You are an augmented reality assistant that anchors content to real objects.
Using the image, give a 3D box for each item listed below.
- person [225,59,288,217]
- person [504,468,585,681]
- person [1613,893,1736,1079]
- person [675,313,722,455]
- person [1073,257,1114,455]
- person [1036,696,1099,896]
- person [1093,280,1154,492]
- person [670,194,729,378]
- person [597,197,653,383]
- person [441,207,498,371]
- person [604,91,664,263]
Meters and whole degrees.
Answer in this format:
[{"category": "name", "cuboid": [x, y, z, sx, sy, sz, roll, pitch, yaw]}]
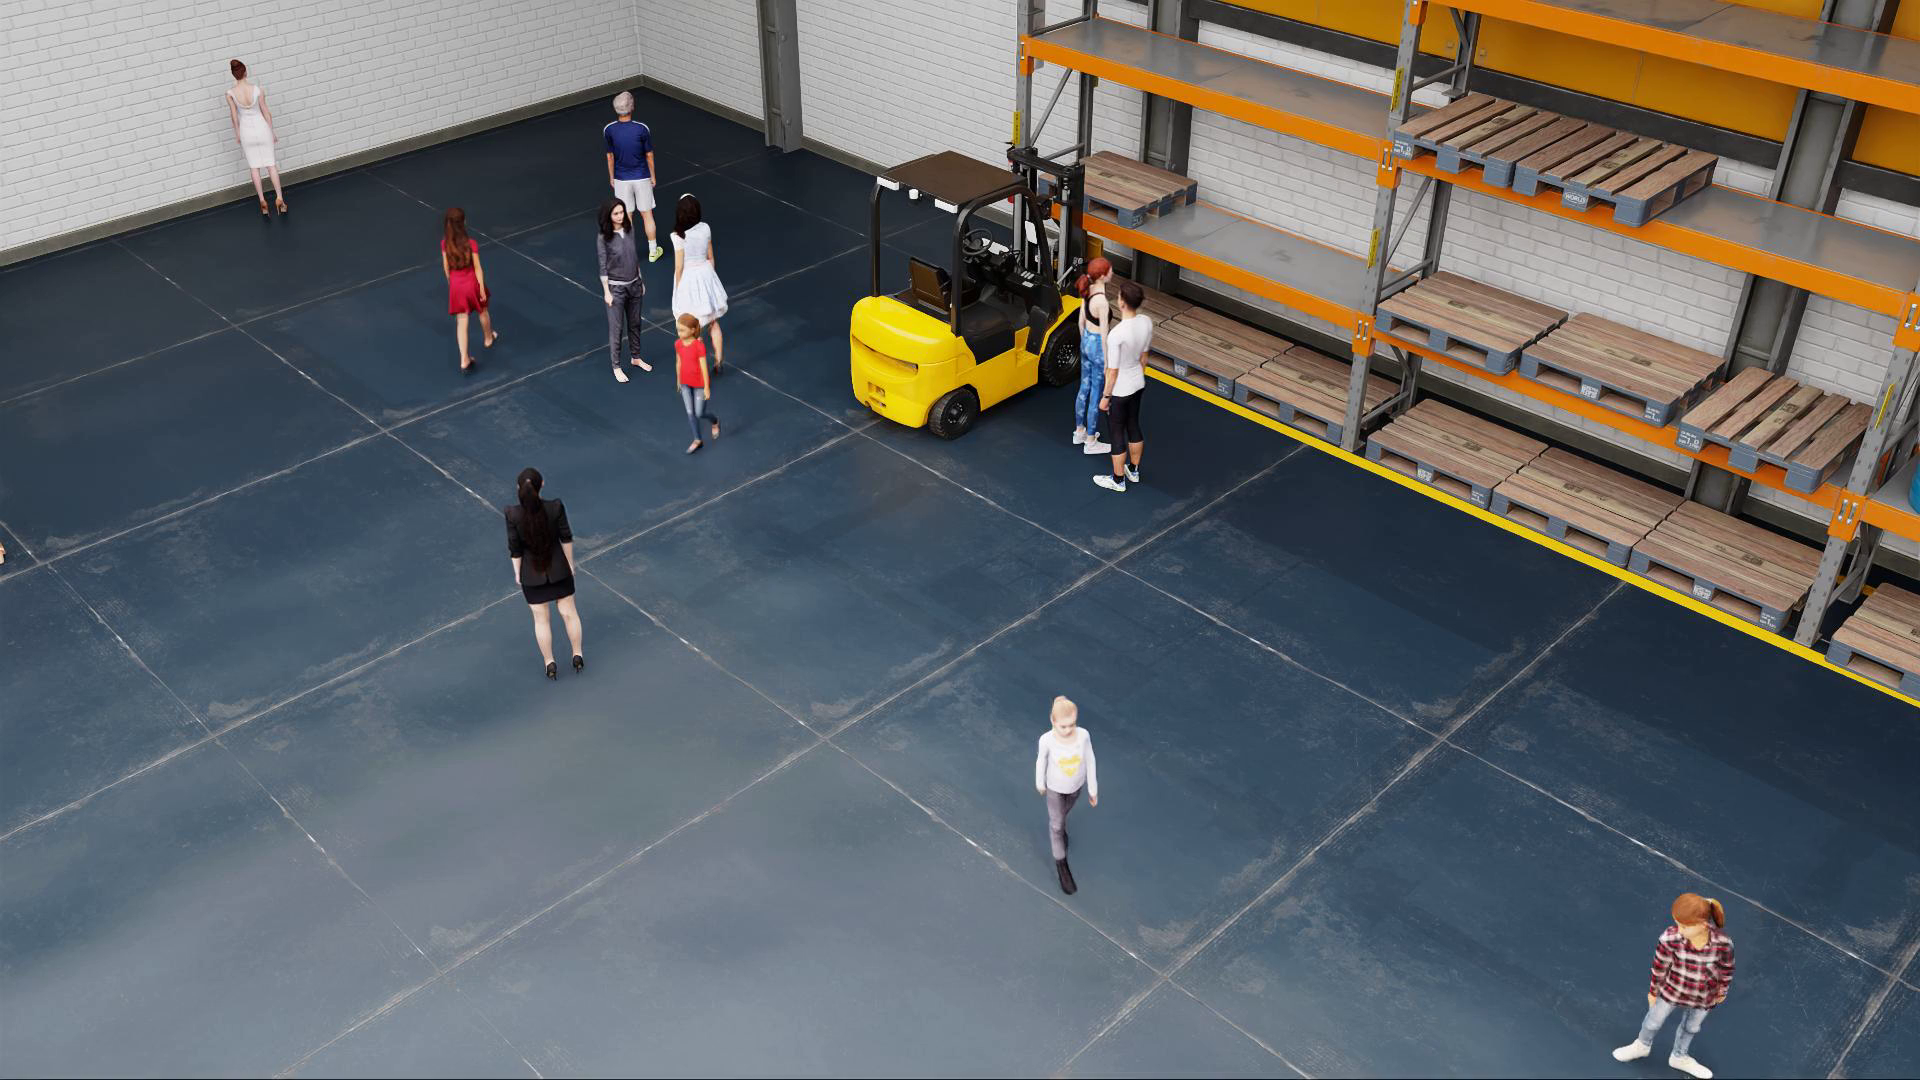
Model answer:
[{"category": "person", "cuboid": [-7.905, -4.514, 18.650, 0.645, 1.793, 0.644, -8, 35, -12]}, {"category": "person", "cuboid": [-2.885, 0.232, 11.597, 0.666, 1.696, 0.660, -11, 35, -16]}, {"category": "person", "cuboid": [3.881, 2.353, 8.779, 0.643, 1.282, 0.777, -1, 34, -2]}, {"category": "person", "cuboid": [-2.255, -1.379, 14.377, 0.631, 1.301, 0.640, 17, 37, 24]}, {"category": "person", "cuboid": [1.158, -1.589, 14.256, 0.710, 1.784, 0.600, -14, 36, -20]}, {"category": "person", "cuboid": [0.626, 1.453, 10.168, 0.757, 1.245, 0.951, -9, 35, -14]}, {"category": "person", "cuboid": [1.363, -1.267, 13.712, 0.527, 1.851, 0.671, 28, 43, 35]}, {"category": "person", "cuboid": [-2.418, -2.307, 15.309, 0.729, 1.815, 0.752, -23, 40, -30]}, {"category": "person", "cuboid": [-3.130, -2.350, 15.421, 0.518, 1.764, 0.607, 26, 42, 34]}, {"category": "person", "cuboid": [-4.670, -2.340, 15.632, 1.005, 1.513, 1.044, 2, 34, 2]}, {"category": "person", "cuboid": [-3.467, -3.831, 17.582, 0.716, 1.837, 0.753, -3, 34, -5]}]
